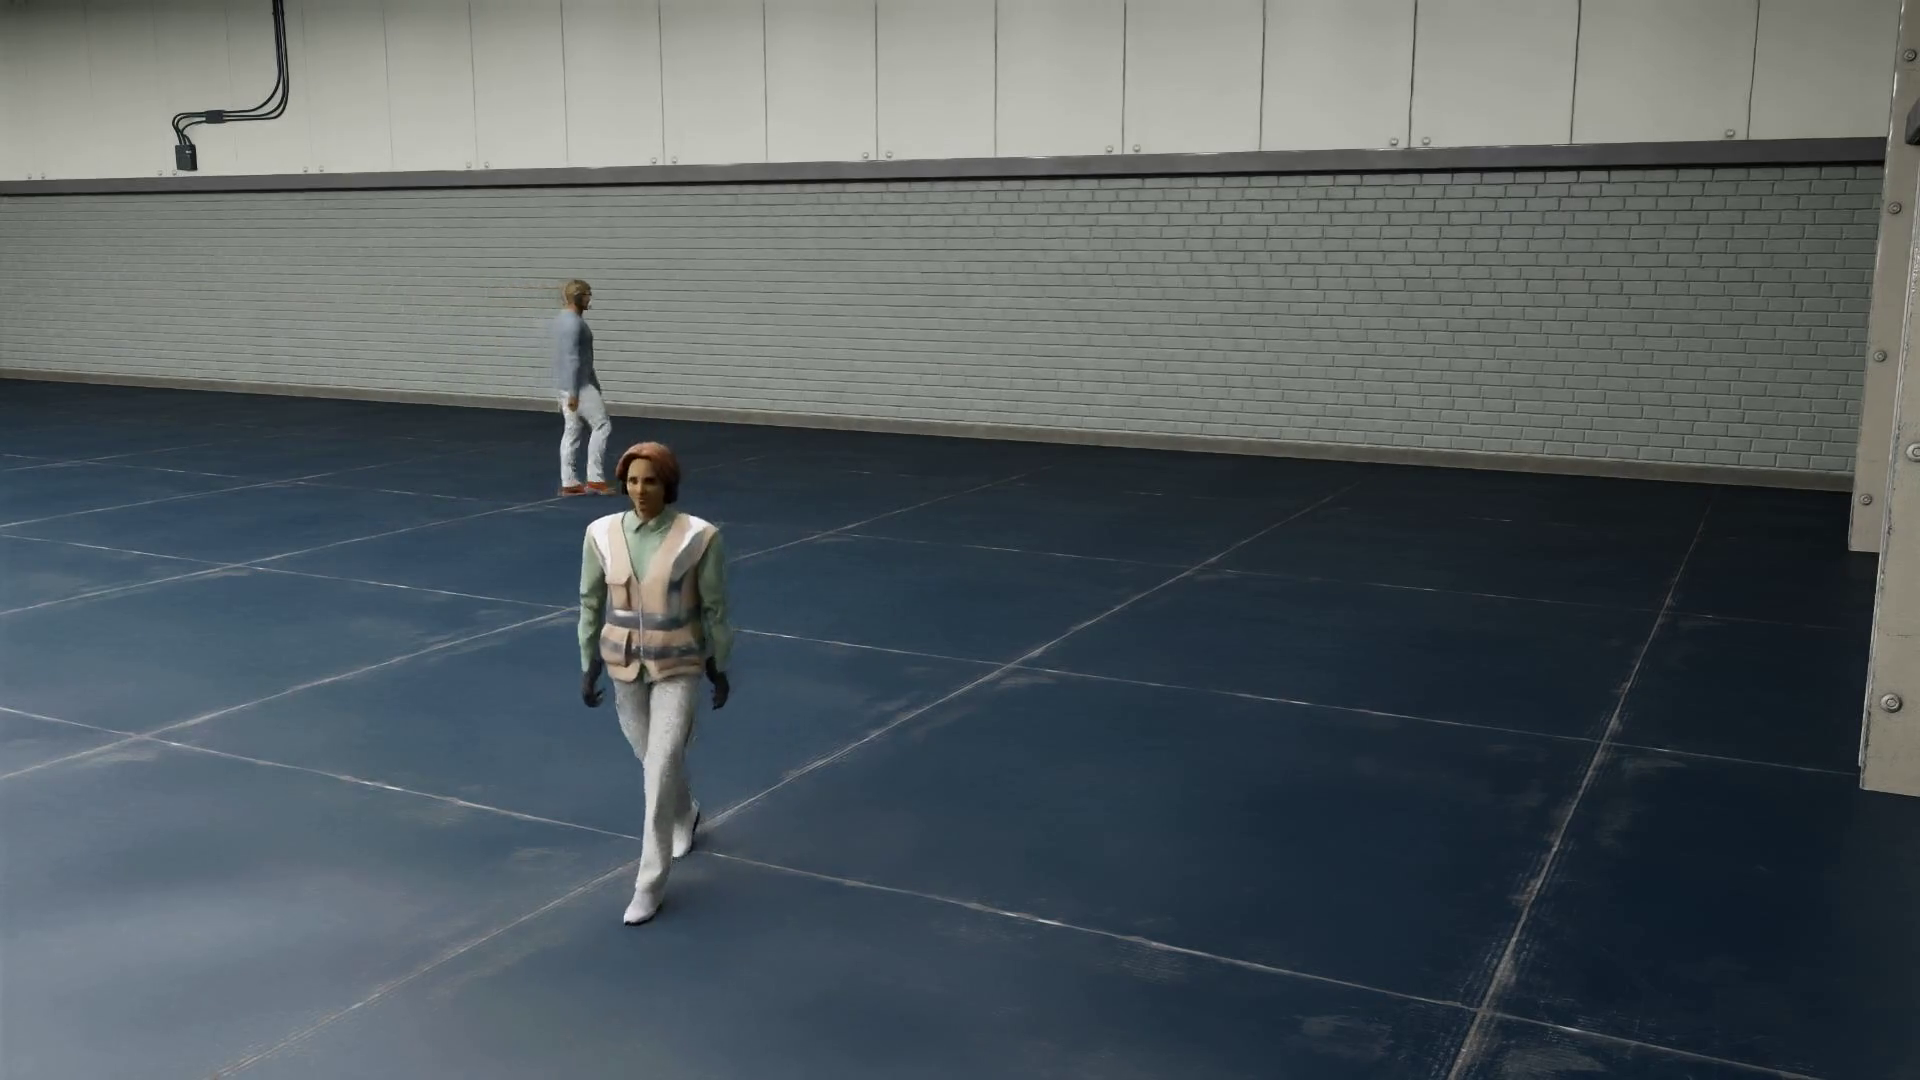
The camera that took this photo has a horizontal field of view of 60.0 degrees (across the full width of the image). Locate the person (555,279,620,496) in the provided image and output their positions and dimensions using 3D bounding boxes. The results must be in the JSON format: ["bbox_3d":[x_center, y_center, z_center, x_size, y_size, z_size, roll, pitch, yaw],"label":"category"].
[{"bbox_3d":[-3.256,-1.332,14.661,0.649,1.918,0.633,-4,11,-20],"label":"person"}]

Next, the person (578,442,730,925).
[{"bbox_3d":[-1.060,0.437,5.842,0.523,1.599,0.847,2,11,12],"label":"person"}]
